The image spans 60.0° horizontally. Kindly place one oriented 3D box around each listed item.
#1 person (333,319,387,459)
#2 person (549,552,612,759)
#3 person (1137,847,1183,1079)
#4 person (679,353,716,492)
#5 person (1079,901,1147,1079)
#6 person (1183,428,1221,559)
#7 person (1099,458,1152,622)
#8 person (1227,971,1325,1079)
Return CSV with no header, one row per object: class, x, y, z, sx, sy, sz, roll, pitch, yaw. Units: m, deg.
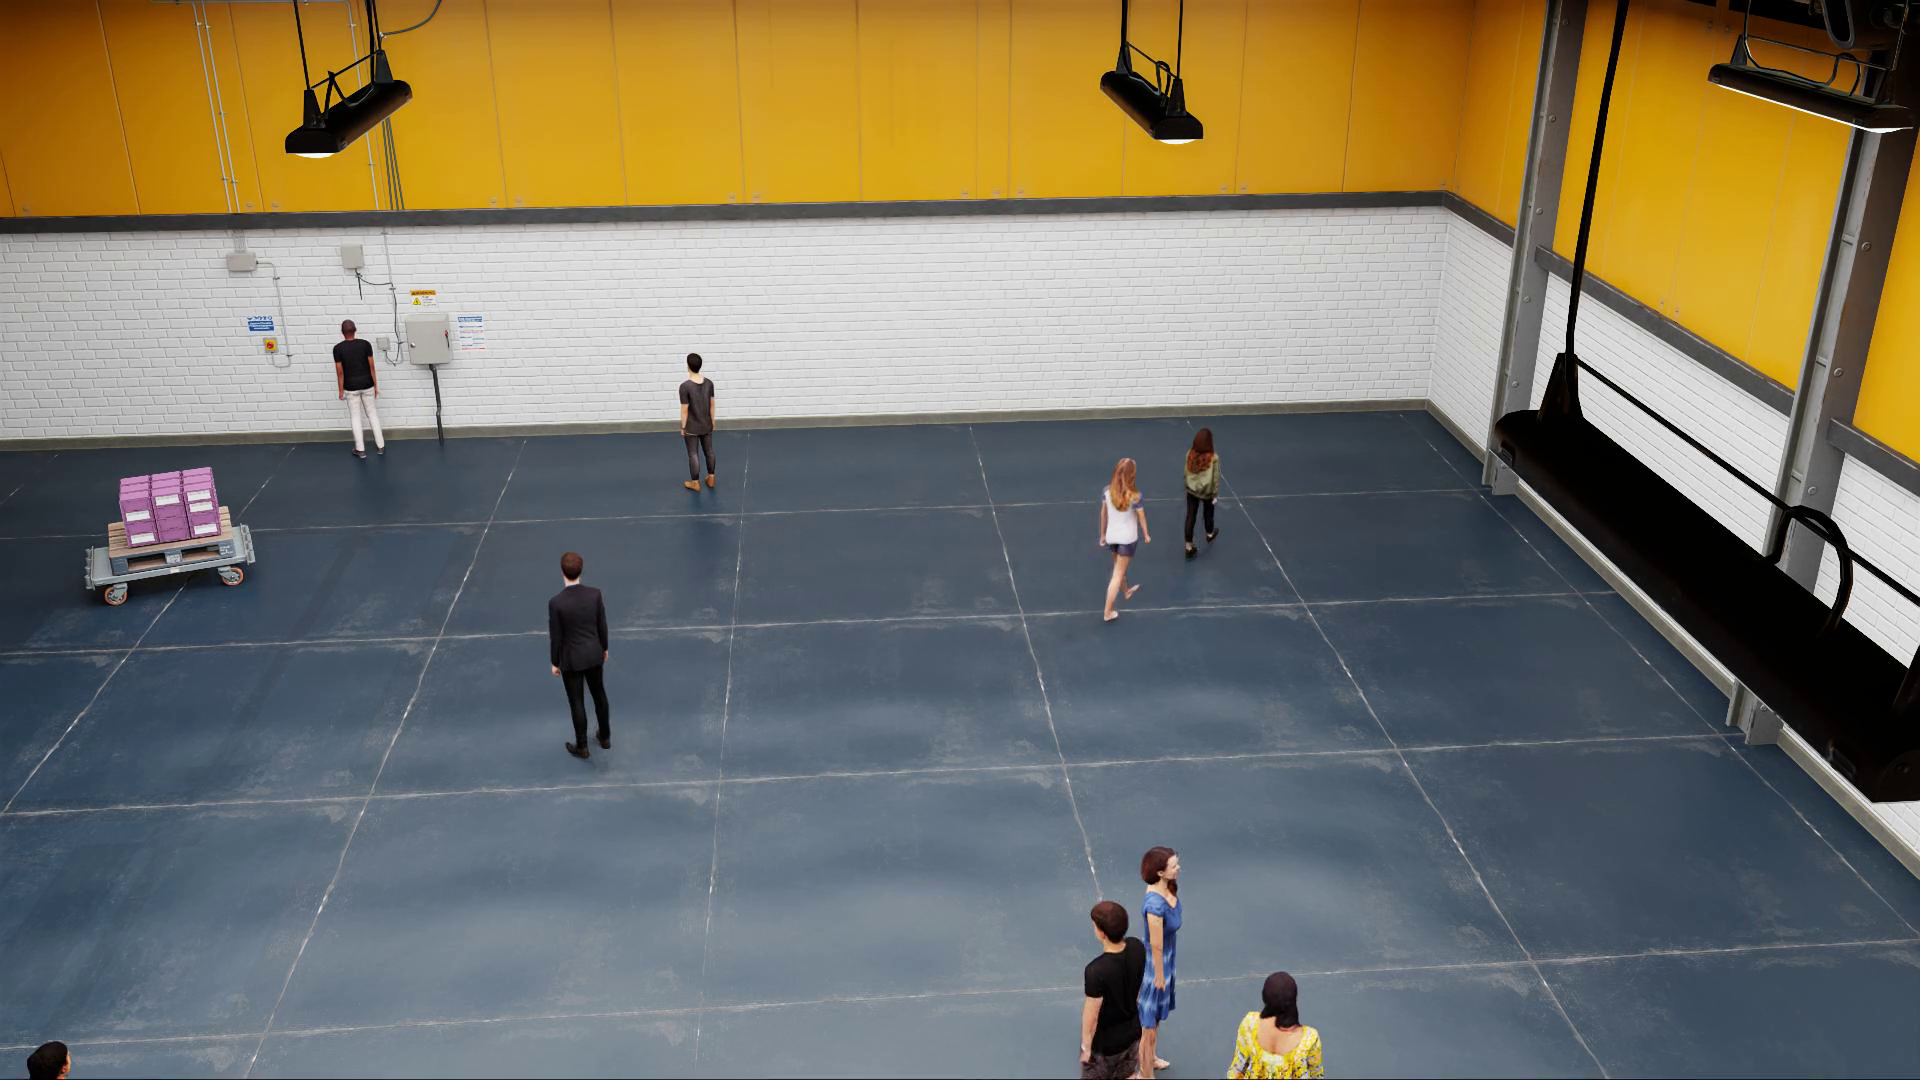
person,-7.710,-1.948,21.316,0.751,1.805,0.759,-14,27,-29
person,-3.300,0.996,14.475,0.785,1.891,0.793,-17,29,-34
person,1.263,2.732,10.610,0.770,1.805,0.574,3,24,6
person,-3.192,-1.444,20.274,0.705,1.717,0.716,-16,28,-32
person,0.980,2.999,9.953,1.042,1.844,1.142,-20,31,-38
person,2.638,-0.495,18.454,0.916,1.436,1.062,12,26,25
person,1.599,0.036,16.921,0.975,1.691,1.050,17,29,34
person,1.782,3.276,9.589,0.909,1.628,0.977,11,26,24
